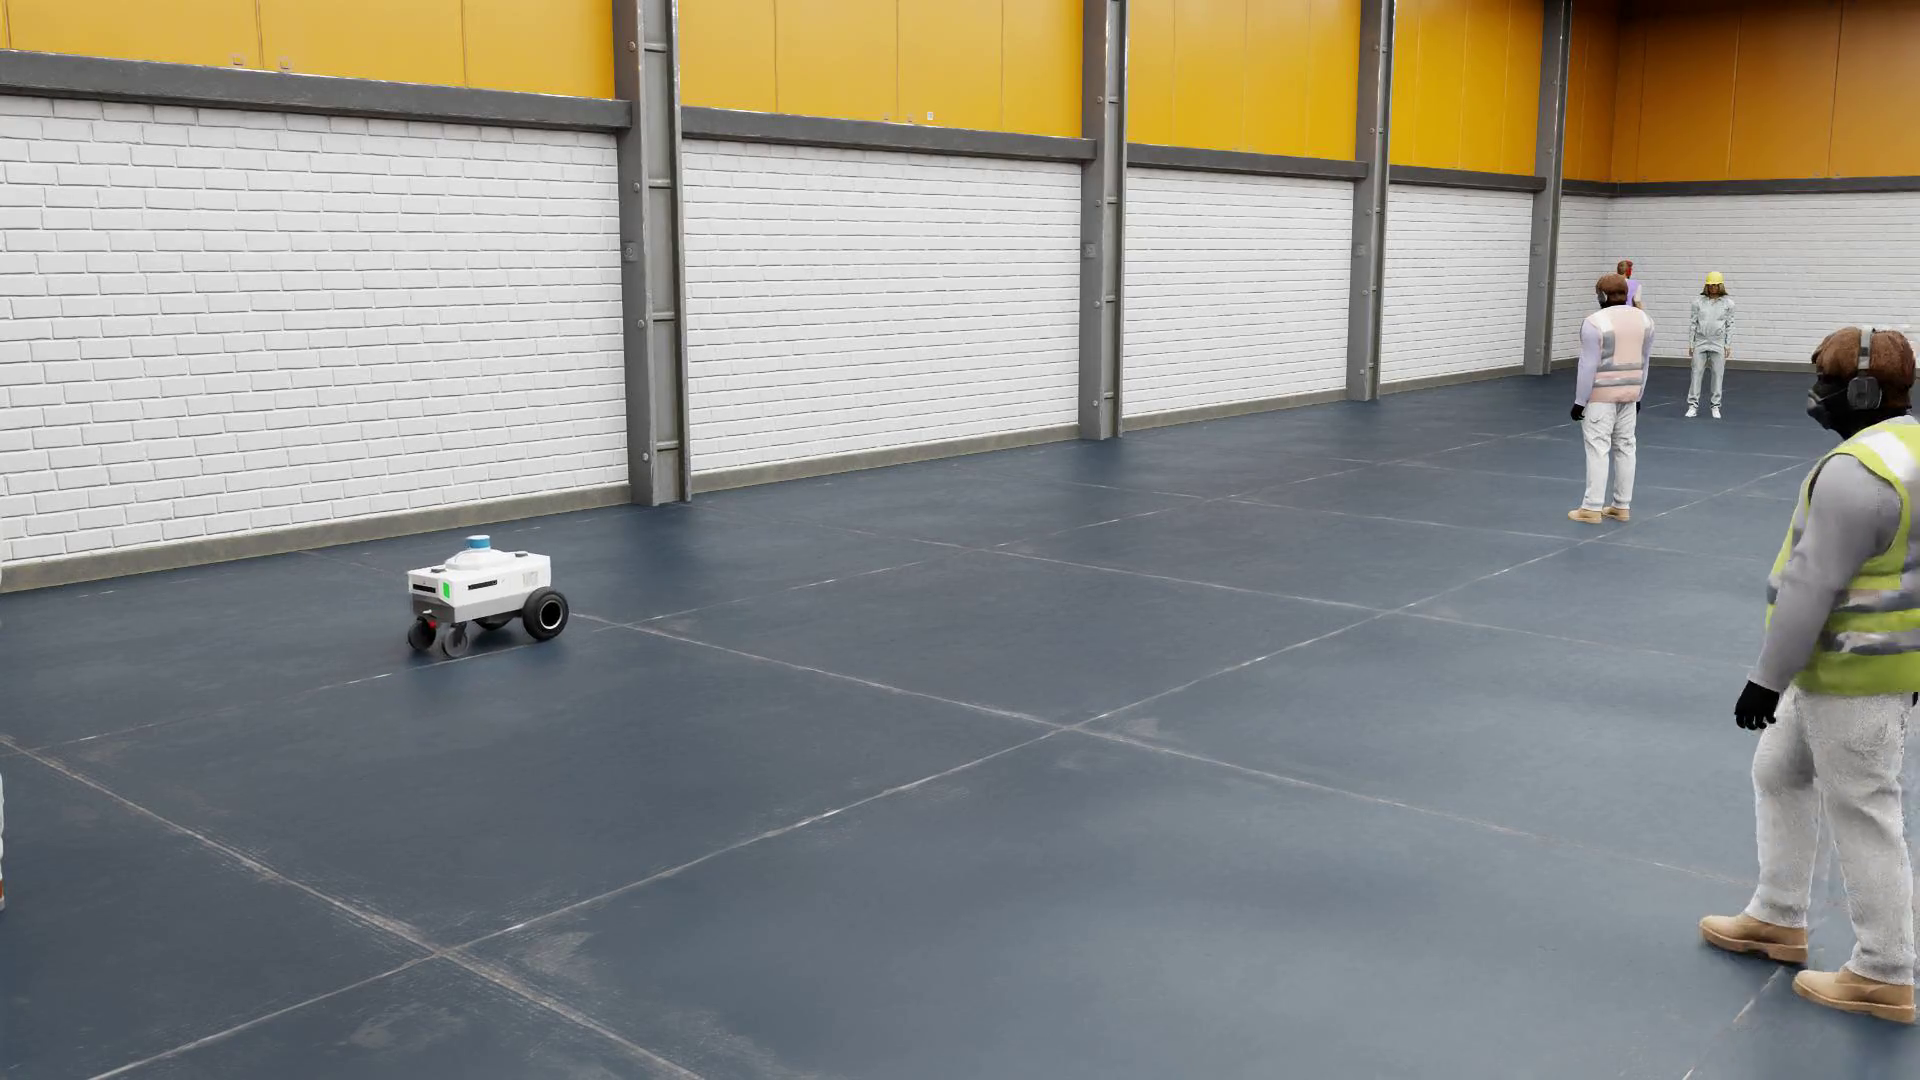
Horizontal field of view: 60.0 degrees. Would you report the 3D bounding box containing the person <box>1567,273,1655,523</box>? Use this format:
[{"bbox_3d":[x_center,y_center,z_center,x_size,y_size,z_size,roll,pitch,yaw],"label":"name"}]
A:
[{"bbox_3d":[4.781,-1.039,12.288,0.621,1.837,0.429,-4,11,-21],"label":"person"}]

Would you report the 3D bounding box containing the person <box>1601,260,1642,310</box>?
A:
[{"bbox_3d":[9.599,-3.137,24.206,0.564,1.841,0.389,8,13,38],"label":"person"}]

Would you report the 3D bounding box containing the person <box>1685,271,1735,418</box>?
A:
[{"bbox_3d":[8.962,-2.326,19.872,0.487,1.744,0.296,5,11,26],"label":"person"}]

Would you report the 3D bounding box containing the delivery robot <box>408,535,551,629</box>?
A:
[{"bbox_3d":[-2.445,0.220,8.491,0.477,0.478,0.707,7,12,35],"label":"delivery robot"}]

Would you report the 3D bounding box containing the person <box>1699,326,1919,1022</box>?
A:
[{"bbox_3d":[2.301,0.342,4.479,0.733,1.818,0.640,8,12,37],"label":"person"}]

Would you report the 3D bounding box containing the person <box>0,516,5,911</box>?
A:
[{"bbox_3d":[-3.137,0.210,4.879,0.373,1.940,0.628,8,13,39],"label":"person"}]
